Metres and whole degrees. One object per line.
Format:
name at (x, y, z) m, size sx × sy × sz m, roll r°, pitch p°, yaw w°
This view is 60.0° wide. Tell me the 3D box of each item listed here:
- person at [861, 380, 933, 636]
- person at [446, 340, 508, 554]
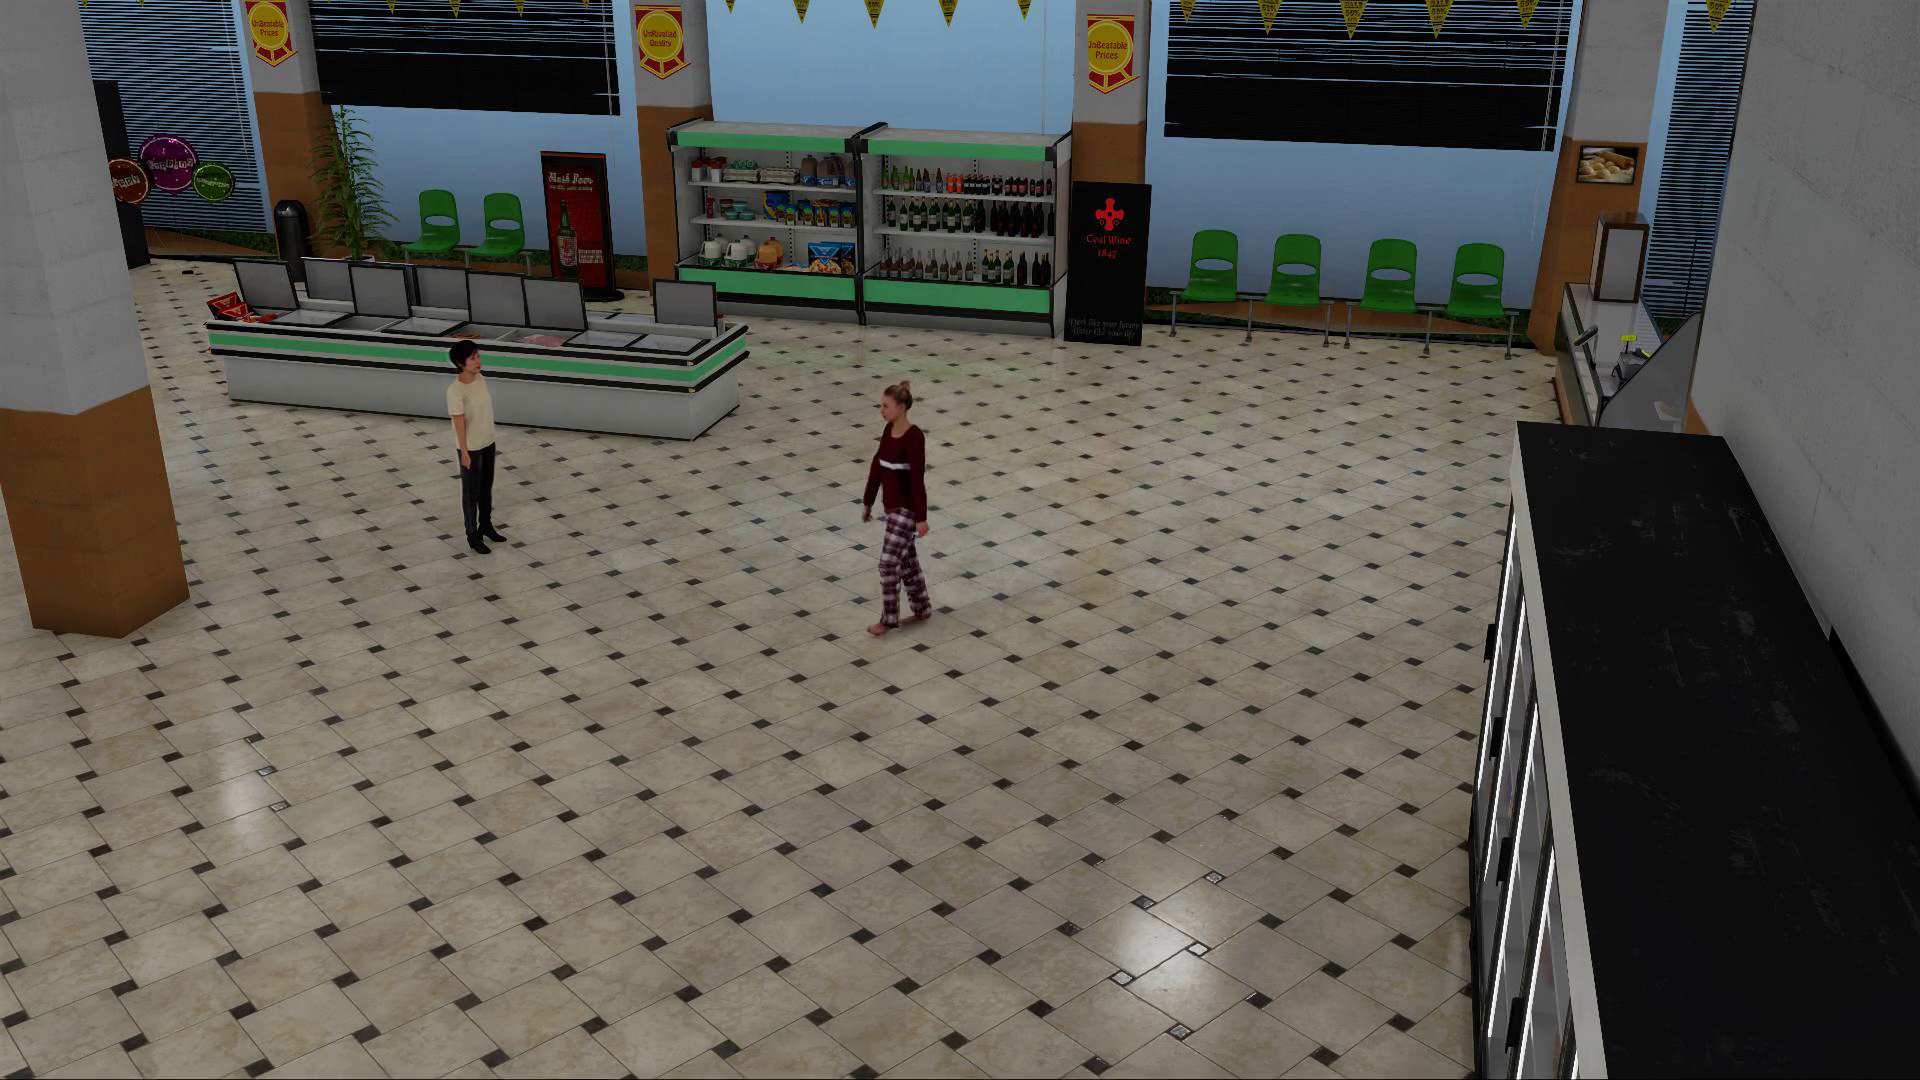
person at (-0.314, -0.225, 10.953) m, size 0.938 × 1.689 × 0.879 m, roll -12°, pitch 25°, yaw -28°
person at (-3.574, -0.700, 12.272) m, size 0.460 × 1.588 × 0.592 m, roll 6°, pitch 23°, yaw 15°
